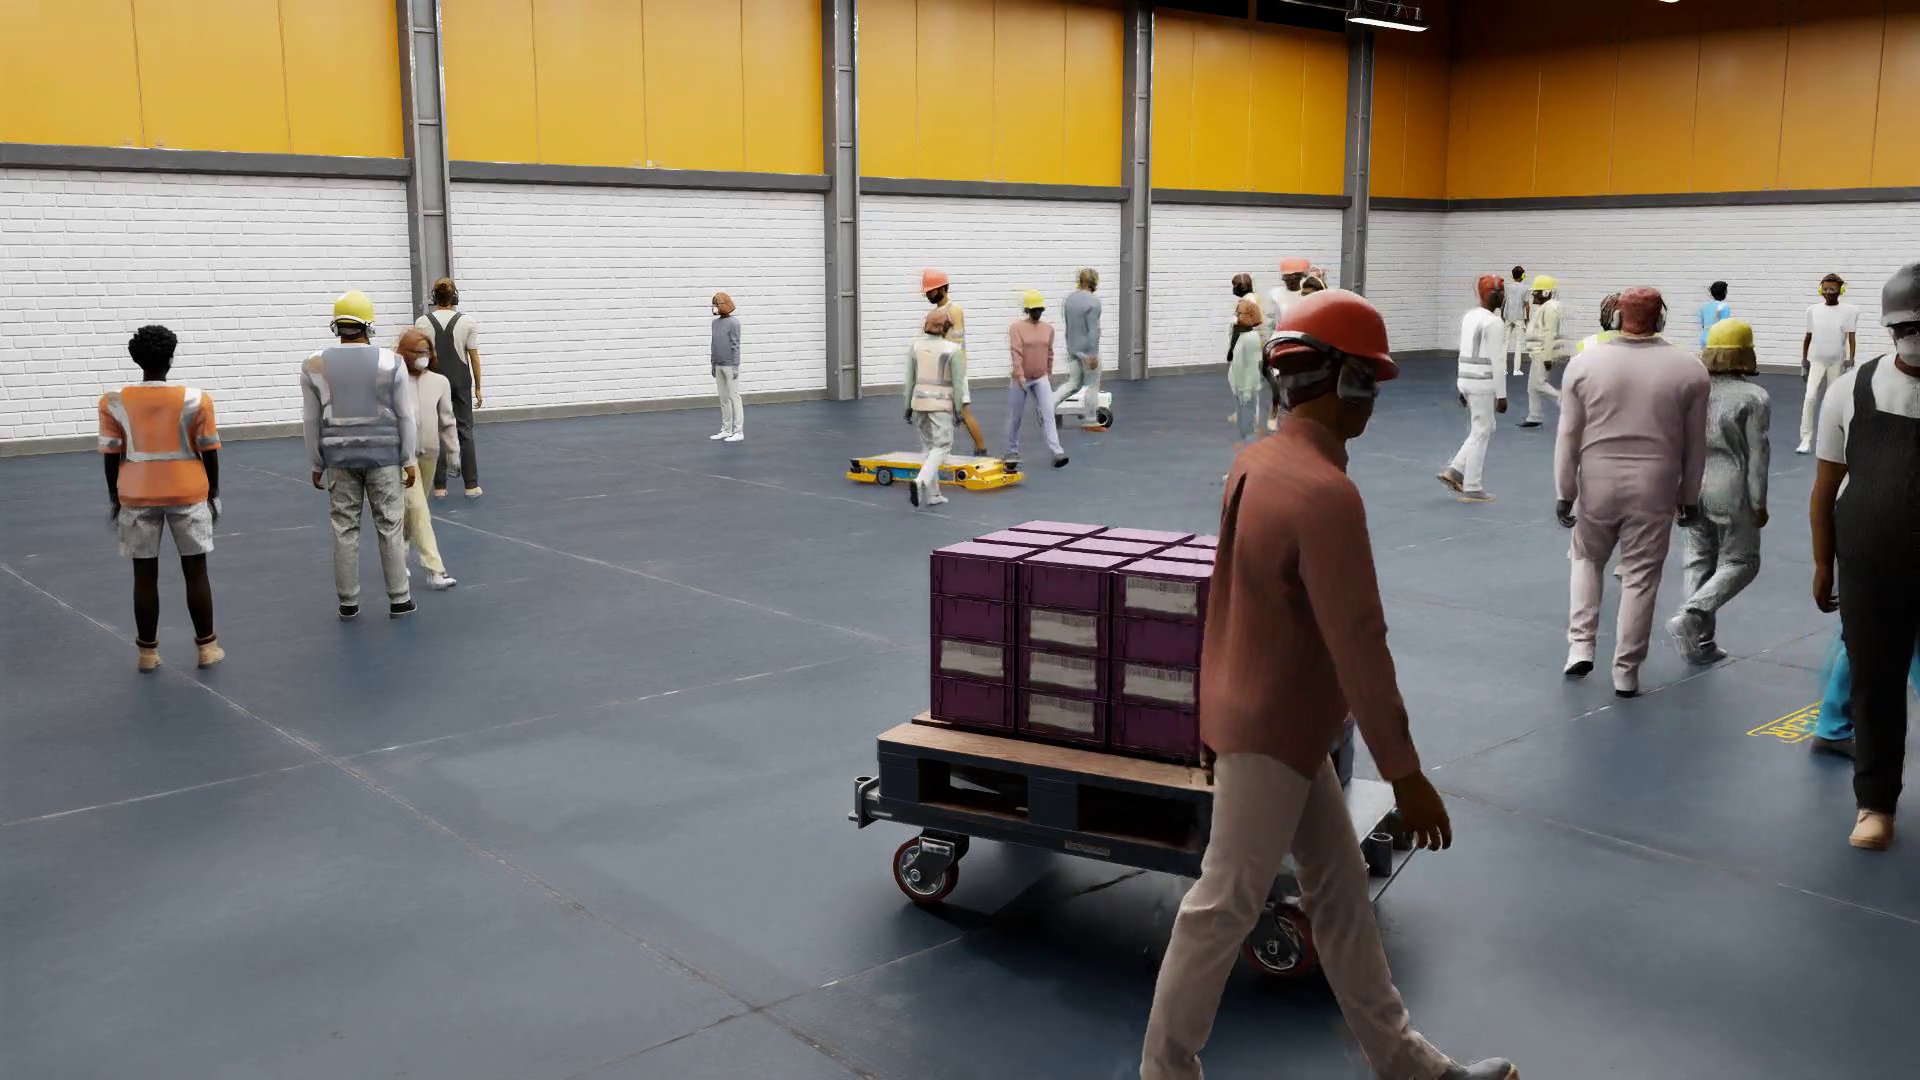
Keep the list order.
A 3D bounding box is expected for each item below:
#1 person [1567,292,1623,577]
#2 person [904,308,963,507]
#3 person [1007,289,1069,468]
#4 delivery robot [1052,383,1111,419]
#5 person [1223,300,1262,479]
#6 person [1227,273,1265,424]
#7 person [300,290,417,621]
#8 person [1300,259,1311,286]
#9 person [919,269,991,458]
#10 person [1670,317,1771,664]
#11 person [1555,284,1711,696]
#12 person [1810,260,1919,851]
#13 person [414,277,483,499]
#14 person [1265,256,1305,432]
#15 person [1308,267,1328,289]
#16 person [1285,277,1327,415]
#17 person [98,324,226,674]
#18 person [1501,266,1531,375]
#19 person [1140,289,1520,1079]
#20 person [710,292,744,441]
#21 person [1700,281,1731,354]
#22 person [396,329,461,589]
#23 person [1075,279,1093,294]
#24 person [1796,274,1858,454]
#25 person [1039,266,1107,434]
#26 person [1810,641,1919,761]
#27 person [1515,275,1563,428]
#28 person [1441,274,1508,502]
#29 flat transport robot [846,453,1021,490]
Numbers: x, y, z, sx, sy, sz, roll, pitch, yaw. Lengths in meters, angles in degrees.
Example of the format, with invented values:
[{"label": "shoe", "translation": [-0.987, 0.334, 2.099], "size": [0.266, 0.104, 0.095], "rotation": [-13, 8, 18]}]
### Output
[{"label": "person", "translation": [4.174, -0.676, 10.605], "size": [0.634, 1.801, 0.964], "rotation": [1, 10, 5]}, {"label": "person", "translation": [-0.249, -1.043, 13.289], "size": [0.534, 1.615, 0.650], "rotation": [6, 11, 32]}, {"label": "person", "translation": [0.710, -1.542, 15.969], "size": [0.510, 1.705, 0.916], "rotation": [-4, 11, -23]}, {"label": "delivery robot", "translation": [1.414, -1.622, 19.504], "size": [0.707, 0.478, 0.477], "rotation": [0, 10, 2]}, {"label": "person", "translation": [2.539, -1.321, 14.853], "size": [0.280, 1.636, 0.500], "rotation": [0, 10, -2]}, {"label": "person", "translation": [3.399, -2.302, 20.060], "size": [0.552, 1.815, 0.638], "rotation": [2, 10, 14]}, {"label": "person", "translation": [-3.315, -0.460, 9.238], "size": [0.586, 1.833, 0.403], "rotation": [-2, 10, -11]}, {"label": "person", "translation": [5.878, -3.819, 28.545], "size": [0.953, 1.954, 0.629], "rotation": [-7, 12, -37]}, {"label": "person", "translation": [-0.062, -1.559, 15.488], "size": [0.586, 1.904, 0.790], "rotation": [-5, 11, -27]}, {"label": "person", "translation": [3.668, -0.218, 8.111], "size": [0.518, 1.727, 0.503], "rotation": [-6, 11, -30]}, {"label": "person", "translation": [3.107, -0.232, 7.728], "size": [0.653, 1.890, 0.500], "rotation": [4, 11, 23]}, {"label": "person", "translation": [3.210, 0.057, 5.609], "size": [0.699, 2.000, 0.543], "rotation": [8, 13, 39]}, {"label": "person", "translation": [-4.257, -1.257, 13.872], "size": [0.521, 1.844, 0.331], "rotation": [-2, 10, -11]}, {"label": "person", "translation": [3.712, -2.147, 18.580], "size": [0.586, 2.024, 0.525], "rotation": [1, 10, 7]}, {"label": "person", "translation": [4.766, -2.663, 21.982], "size": [0.638, 1.884, 0.657], "rotation": [-2, 10, -12]}, {"label": "person", "translation": [2.898, -1.263, 13.896], "size": [0.607, 1.844, 0.574], "rotation": [-7, 12, -36]}, {"label": "person", "translation": [-3.871, -0.198, 8.099], "size": [0.540, 1.695, 0.317], "rotation": [-3, 10, -19]}, {"label": "person", "translation": [9.440, -3.725, 28.291], "size": [0.511, 1.862, 0.324], "rotation": [7, 12, 36]}, {"label": "person", "translation": [0.837, 0.439, 3.646], "size": [0.970, 1.936, 0.655], "rotation": [0, 10, 3]}, {"label": "person", "translation": [-2.570, -1.898, 18.264], "size": [0.270, 1.627, 0.503], "rotation": [-9, 13, -42]}, {"label": "person", "translation": [10.345, -2.704, 22.780], "size": [0.369, 1.686, 0.550], "rotation": [-2, 10, -12]}, {"label": "person", "translation": [-3.360, -0.509, 10.265], "size": [0.893, 1.580, 0.508], "rotation": [8, 13, 40]}, {"label": "person", "translation": [1.657, -2.578, 21.838], "size": [0.326, 1.767, 0.533], "rotation": [0, 10, 0]}, {"label": "person", "translation": [8.812, -1.768, 16.899], "size": [0.515, 1.841, 0.828], "rotation": [6, 11, 32]}, {"label": "person", "translation": [1.316, -2.129, 18.806], "size": [0.782, 1.911, 0.635], "rotation": [-7, 12, -34]}, {"label": "person", "translation": [3.754, 0.046, 6.340], "size": [0.577, 1.801, 0.928], "rotation": [-8, 13, -39]}, {"label": "person", "translation": [6.864, -2.180, 19.388], "size": [0.586, 1.813, 0.601], "rotation": [2, 10, 11]}, {"label": "person", "translation": [4.308, -1.236, 13.676], "size": [0.415, 1.873, 0.579], "rotation": [-1, 10, -6]}, {"label": "flat transport robot", "translation": [-0.237, -0.626, 14.776], "size": [1.431, 0.197, 0.652], "rotation": [5, 11, 28]}]
